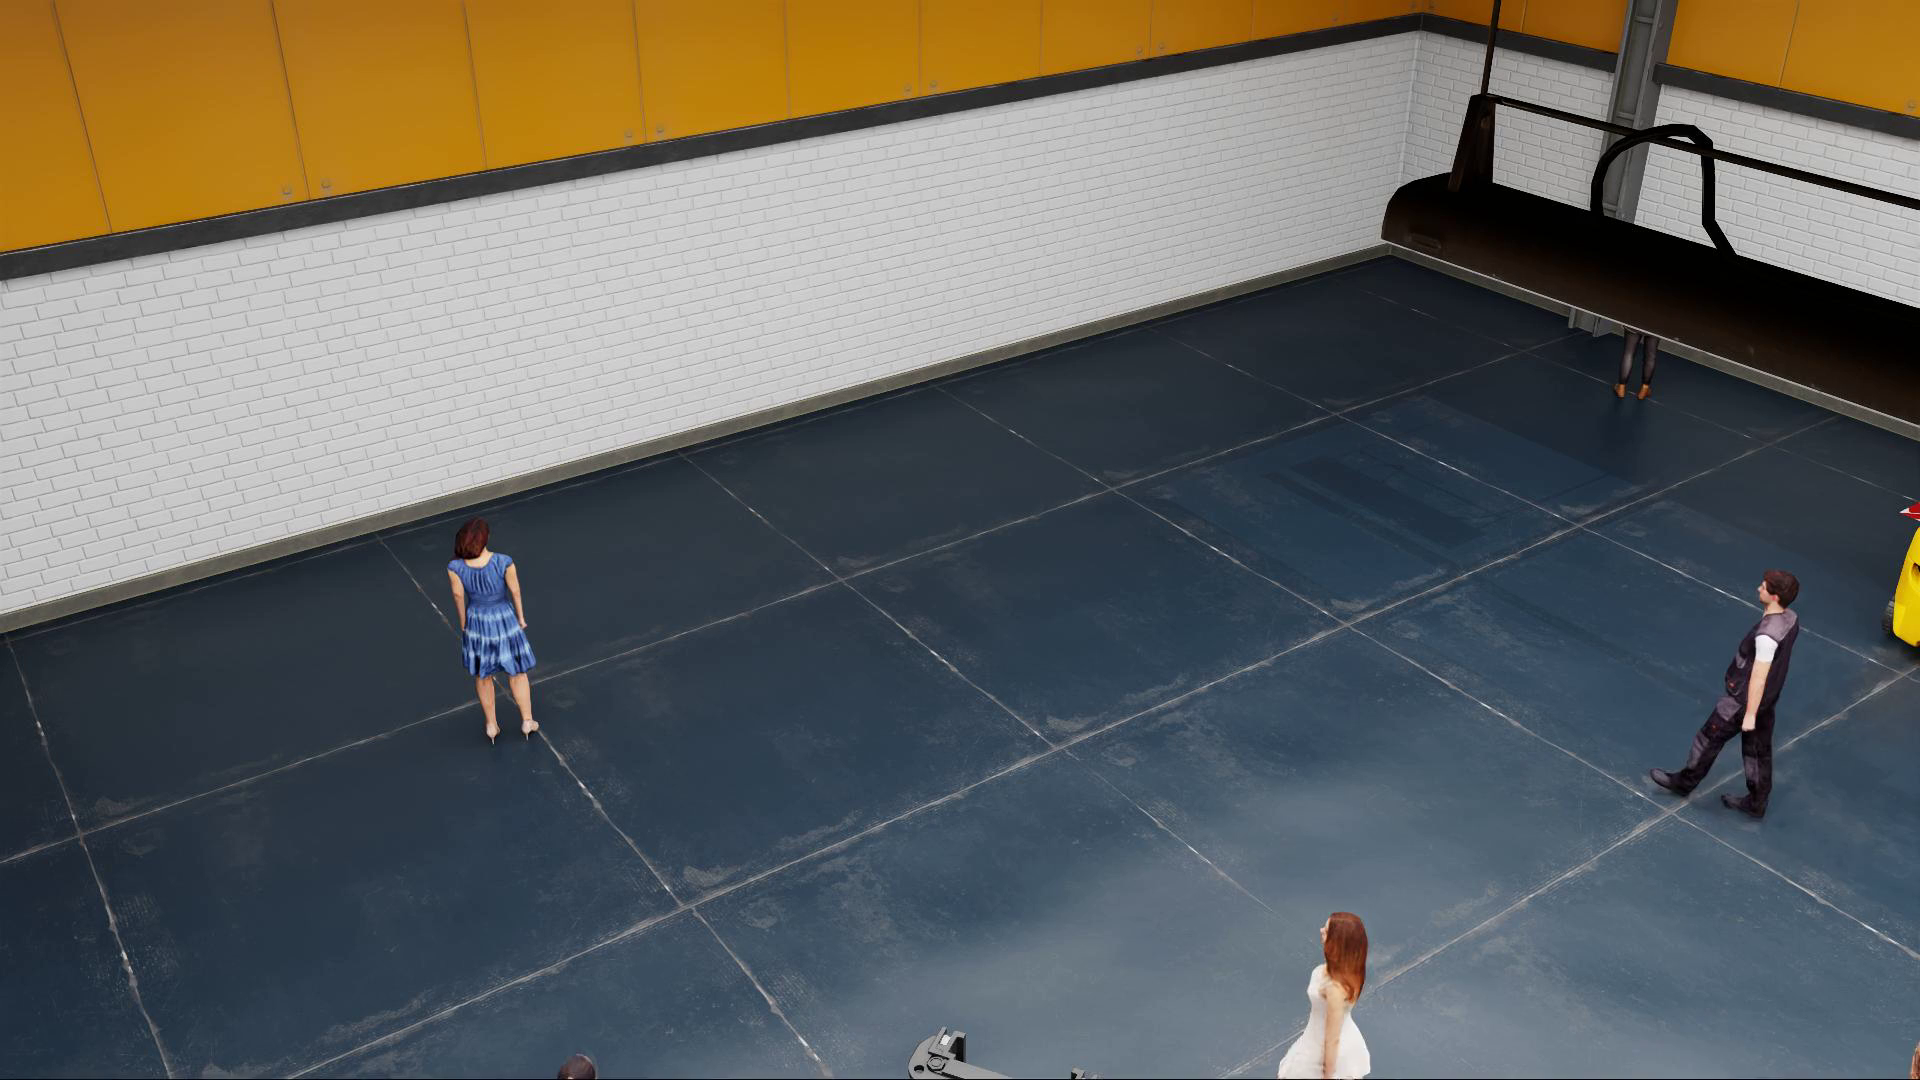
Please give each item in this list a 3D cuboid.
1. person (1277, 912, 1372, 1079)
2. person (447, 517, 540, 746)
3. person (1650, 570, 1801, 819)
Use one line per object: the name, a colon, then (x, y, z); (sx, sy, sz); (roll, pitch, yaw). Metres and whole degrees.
person: (1.955, 2.589, 8.364); (1.221, 1.667, 0.910); (15, 32, 25)
person: (-3.304, 0.645, 11.782); (0.755, 1.805, 0.746); (-3, 29, -6)
person: (5.334, 1.069, 10.986); (1.047, 1.824, 0.827); (23, 36, 36)
